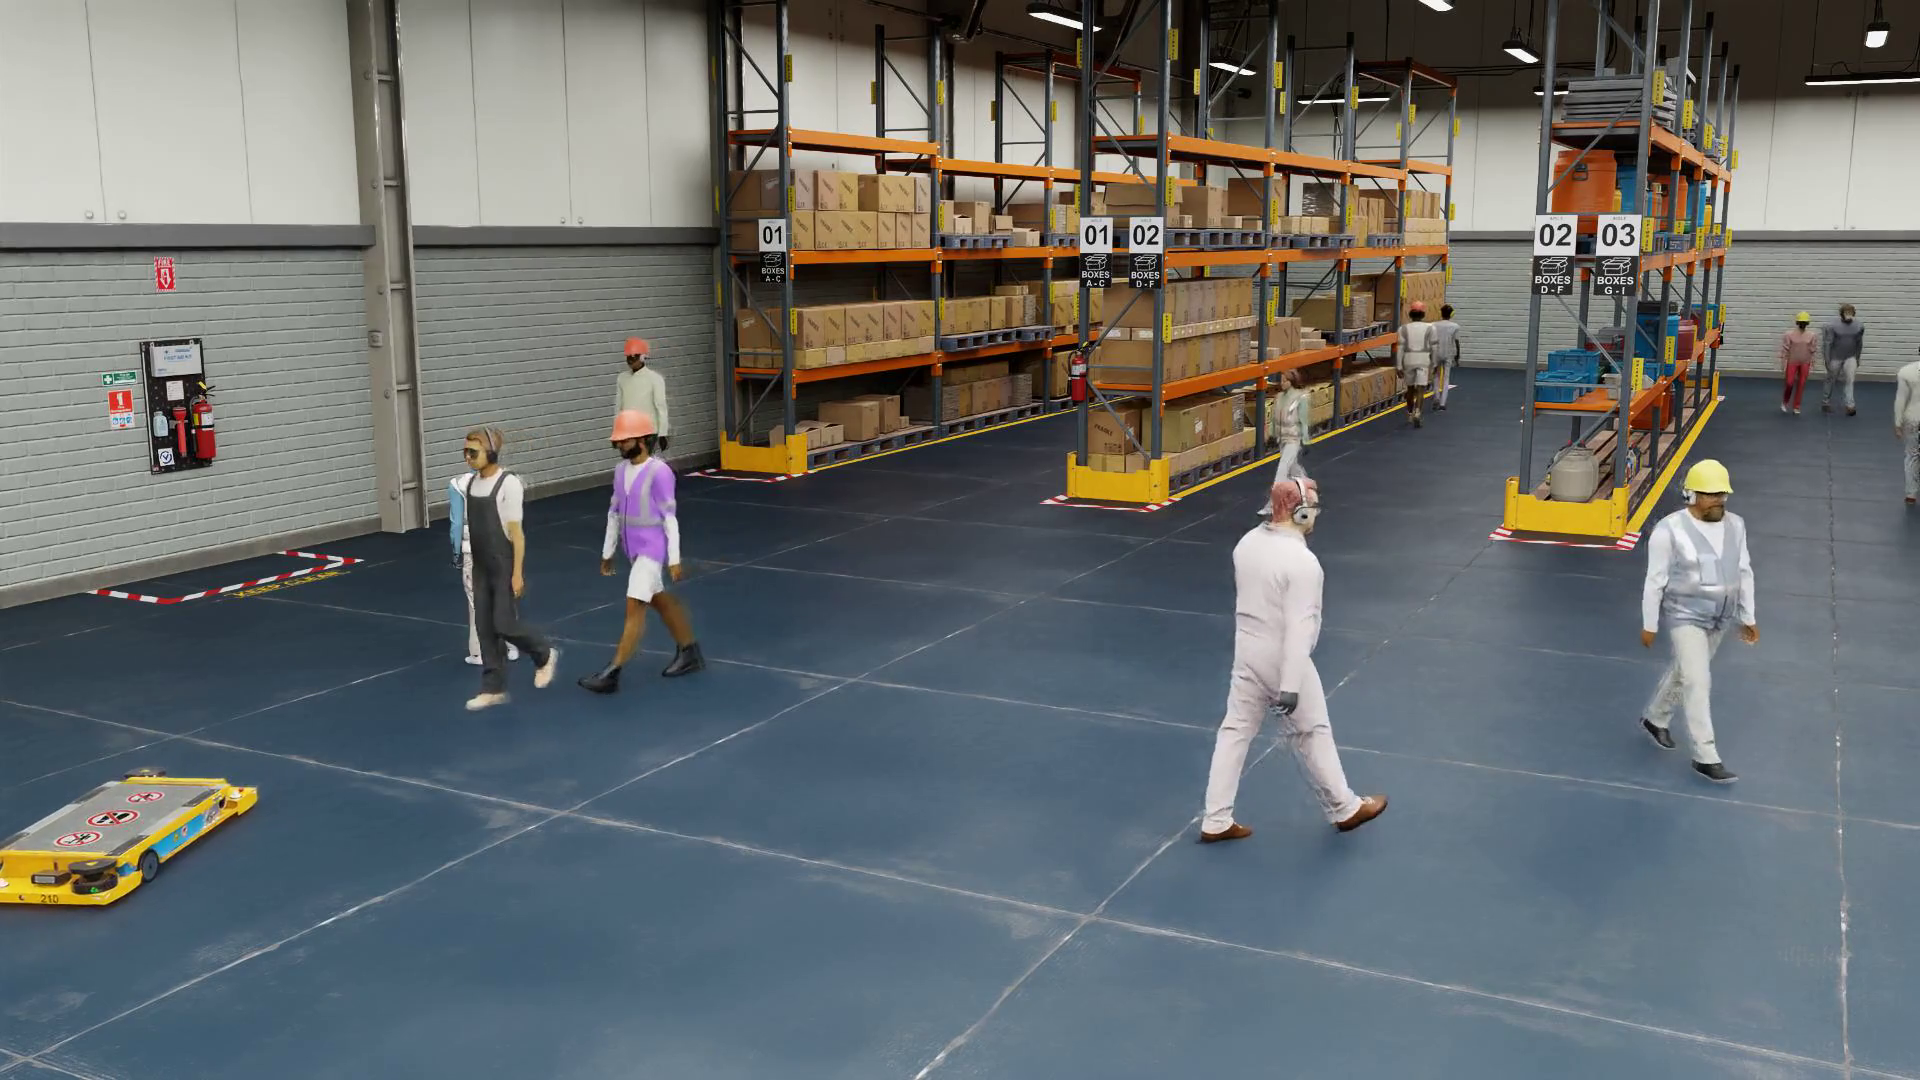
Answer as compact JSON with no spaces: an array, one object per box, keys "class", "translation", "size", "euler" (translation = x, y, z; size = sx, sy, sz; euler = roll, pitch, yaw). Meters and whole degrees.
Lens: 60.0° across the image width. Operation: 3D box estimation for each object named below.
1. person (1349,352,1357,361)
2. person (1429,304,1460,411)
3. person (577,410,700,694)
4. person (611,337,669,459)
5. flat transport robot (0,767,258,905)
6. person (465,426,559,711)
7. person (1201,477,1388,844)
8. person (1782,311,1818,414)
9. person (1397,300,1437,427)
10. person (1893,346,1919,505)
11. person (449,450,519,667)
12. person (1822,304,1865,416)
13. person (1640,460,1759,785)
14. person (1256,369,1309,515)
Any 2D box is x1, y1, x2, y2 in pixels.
[{"class":"person","translation":[7.669,-3.947,32.947],"size":[0.591,1.920,0.393],"euler":[4,11,23]},{"class":"person","translation":[8.443,-3.183,28.983],"size":[0.549,1.841,0.782],"euler":[4,11,22]},{"class":"person","translation":[-2.163,0.063,11.184],"size":[1.013,1.881,0.569],"euler":[-10,14,-44]},{"class":"person","translation":[-3.368,-1.139,17.461],"size":[0.622,1.977,0.467],"euler":[7,12,33]},{"class":"flat transport robot","translation":[-4.106,1.424,8.152],"size":[0.652,0.197,1.431],"euler":[1,10,4]},{"class":"person","translation":[-2.940,0.169,10.721],"size":[0.523,1.833,0.573],"euler":[7,13,34]},{"class":"person","translation":[1.665,0.603,8.336],"size":[1.021,1.847,0.644],"euler":[-5,11,-25]},{"class":"person","translation":[14.249,-3.000,28.223],"size":[0.536,1.749,0.439],"euler":[3,11,14]},{"class":"person","translation":[7.282,-2.814,26.561],"size":[0.627,2.011,1.002],"euler":[4,11,19]},{"class":"person","translation":[10.791,-1.317,18.611],"size":[0.627,1.925,0.487],"euler":[4,11,19]},{"class":"person","translation":[-3.340,0.079,11.754],"size":[0.522,1.639,0.305],"euler":[-7,12,-32]},{"class":"person","translation":[14.965,-3.059,28.240],"size":[0.656,1.879,1.036],"euler":[2,11,10]},{"class":"person","translation":[4.203,0.417,9.511],"size":[0.598,1.793,0.911],"euler":[-4,11,-19]},{"class":"person","translation":[3.619,-1.086,18.221],"size":[0.862,1.596,0.532],"euler":[-5,12,-26]}]
